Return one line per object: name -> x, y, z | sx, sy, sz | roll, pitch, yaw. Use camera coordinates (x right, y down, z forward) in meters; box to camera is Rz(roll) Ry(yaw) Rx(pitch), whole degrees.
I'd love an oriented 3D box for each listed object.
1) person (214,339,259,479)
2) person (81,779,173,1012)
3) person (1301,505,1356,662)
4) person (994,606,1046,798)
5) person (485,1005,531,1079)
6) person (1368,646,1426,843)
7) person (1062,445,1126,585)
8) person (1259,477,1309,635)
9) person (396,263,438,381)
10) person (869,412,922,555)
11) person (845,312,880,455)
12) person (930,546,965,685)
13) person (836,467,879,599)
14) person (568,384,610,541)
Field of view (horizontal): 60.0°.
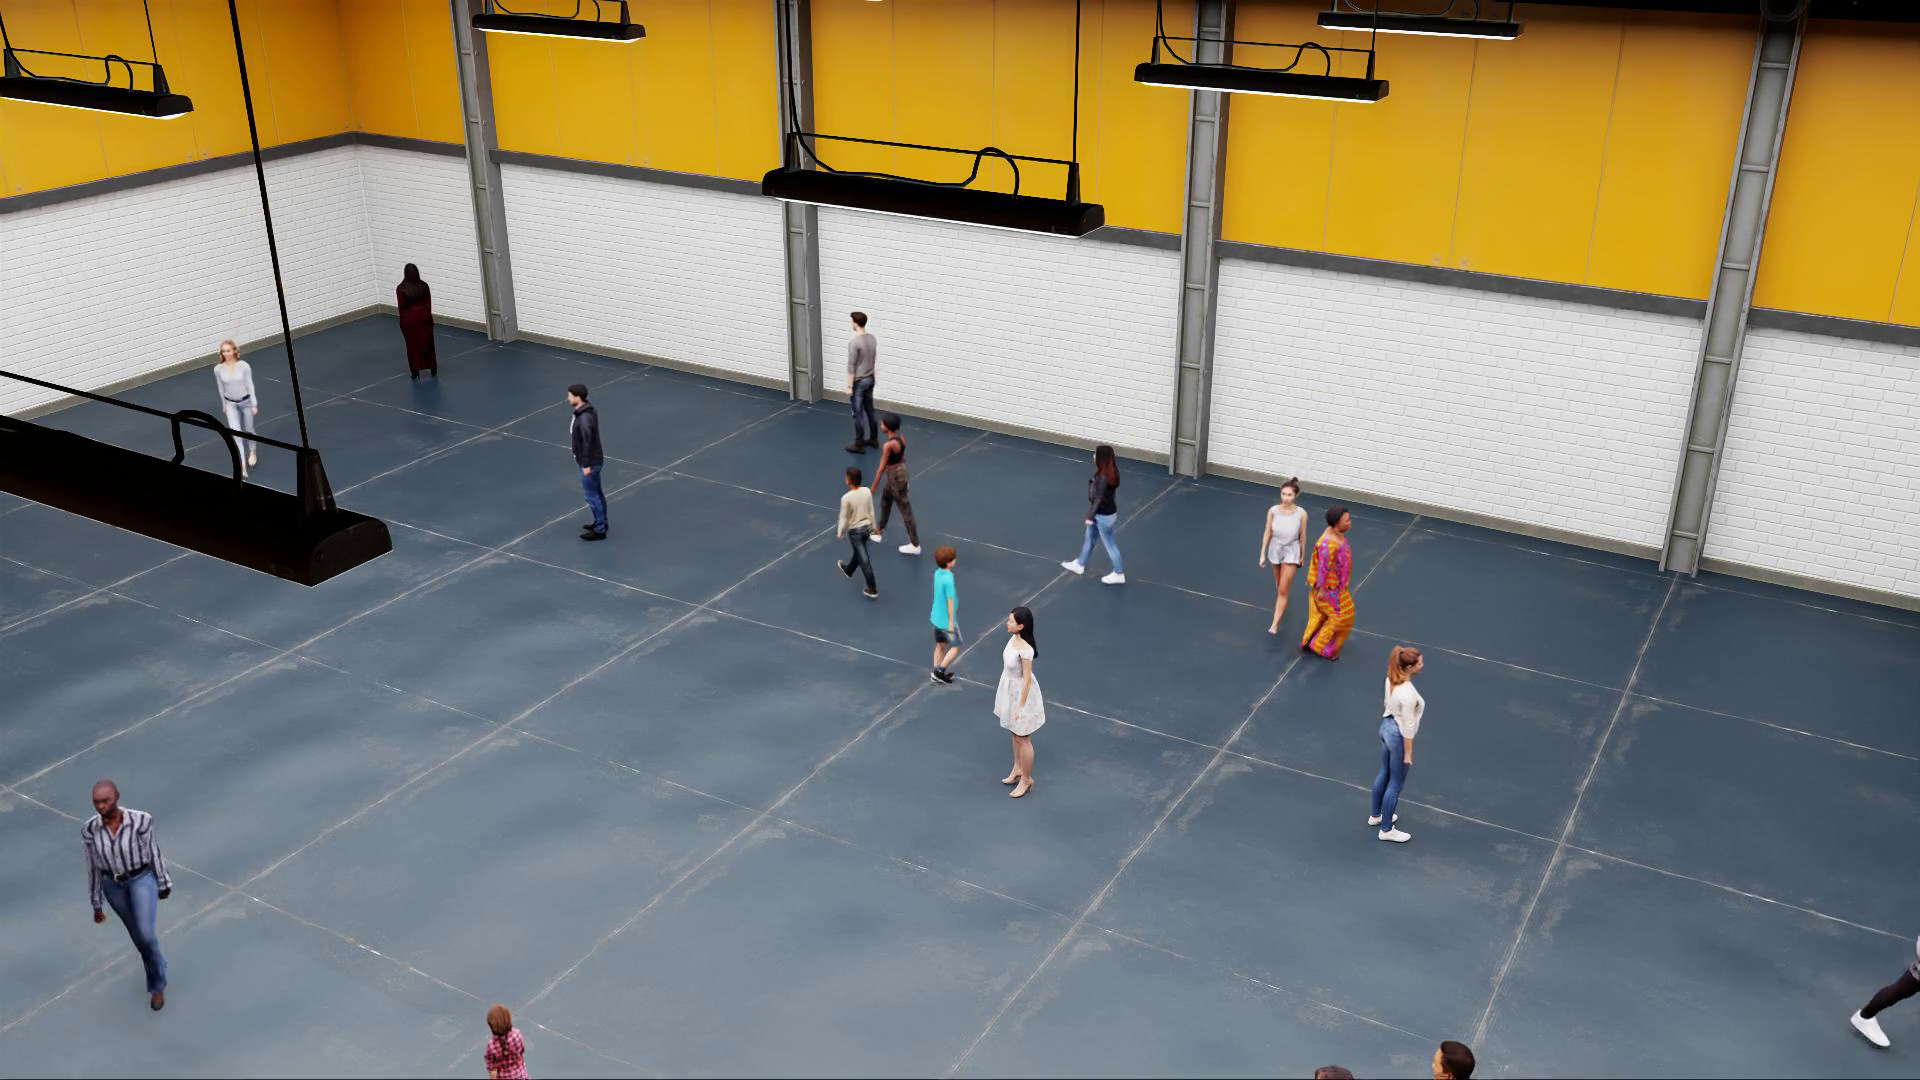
person -> -9.215, -1.714, 21.337 | 1.139, 1.744, 1.167 | -5, 24, -11
person -> -5.871, 2.437, 11.805 | 0.868, 1.772, 0.926 | -5, 24, -11
person -> 3.628, 0.406, 16.600 | 0.801, 1.654, 0.720 | 7, 25, 16
person -> 0.506, 1.372, 14.240 | 0.829, 1.775, 0.774 | -5, 24, -11
person -> -2.842, 3.398, 10.555 | 0.592, 1.013, 0.771 | -17, 29, -34
person -> 3.592, 1.650, 13.674 | 0.706, 1.719, 0.685 | -2, 24, -6
person -> 1.657, -0.260, 18.181 | 1.053, 1.608, 0.839 | 6, 24, 13
person -> 3.401, 0.127, 17.351 | 1.016, 1.563, 0.681 | 11, 26, 24
person -> -8.132, -3.282, 24.907 | 0.753, 1.759, 0.744 | -16, 28, -32
person -> -0.637, -0.616, 18.930 | 1.060, 1.660, 0.690 | 8, 25, 17
person -> -1.283, -2.089, 22.000 | 0.621, 1.899, 0.727 | 18, 29, 35
person -> -0.211, 0.749, 16.085 | 0.704, 1.438, 0.632 | -10, 26, -22
person -> -1.043, -0.053, 17.926 | 0.769, 1.433, 1.066 | -19, 30, -36
person -> -4.291, -0.926, 19.357 | 0.781, 1.886, 0.765 | -2, 24, -5
